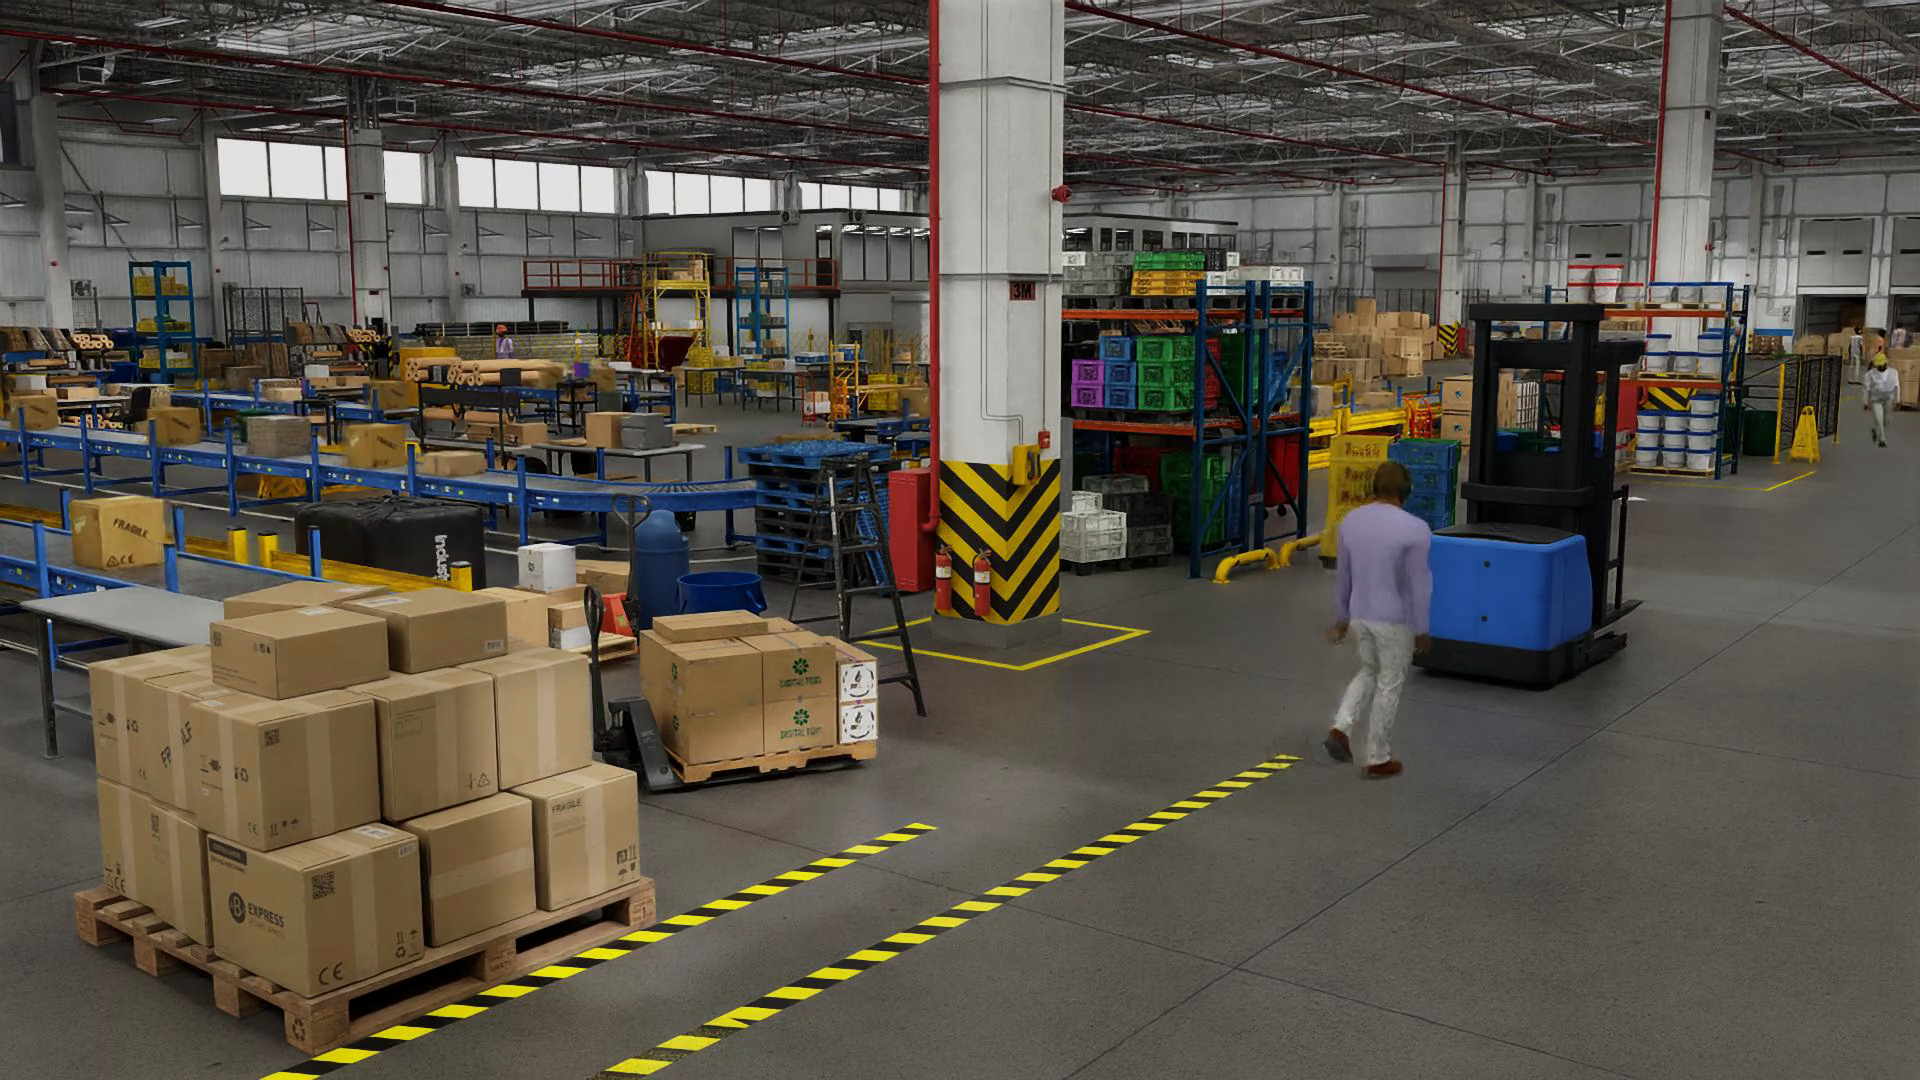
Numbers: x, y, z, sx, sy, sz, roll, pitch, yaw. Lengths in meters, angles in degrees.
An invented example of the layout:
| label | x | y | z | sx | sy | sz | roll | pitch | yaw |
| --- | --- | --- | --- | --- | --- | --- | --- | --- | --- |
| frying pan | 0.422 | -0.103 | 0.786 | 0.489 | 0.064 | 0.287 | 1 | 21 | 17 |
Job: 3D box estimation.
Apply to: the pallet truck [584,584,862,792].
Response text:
| label | x | y | z | sx | sy | sz | roll | pitch | yaw |
| --- | --- | --- | --- | --- | --- | --- | --- | --- | --- |
| pallet truck | -1.426 | 0.805 | 10.019 | 1.601 | 1.201 | 0.680 | -4 | 9 | -26 |

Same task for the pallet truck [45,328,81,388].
| label | x | y | z | sx | sy | sz | roll | pitch | yaw |
| --- | --- | --- | --- | --- | --- | --- | --- | --- | --- |
| pallet truck | -23.775 | -4.544 | 43.495 | 1.885 | 1.965 | 0.823 | 6 | 10 | 35 |

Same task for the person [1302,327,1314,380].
| label | x | y | z | sx | sy | sz | roll | pitch | yaw |
| --- | --- | --- | --- | --- | --- | --- | --- | --- | --- |
| person | 10.598 | -5.615 | 50.719 | 0.381 | 1.994 | 0.620 | 1 | 9 | 7 |

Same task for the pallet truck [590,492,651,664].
| label | x | y | z | sx | sy | sz | roll | pitch | yaw |
| --- | --- | --- | --- | --- | --- | --- | --- | --- | --- |
| pallet truck | -3.115 | 0.344 | 12.883 | 0.653 | 1.274 | 1.630 | 7 | 11 | 37 |

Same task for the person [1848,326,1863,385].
| label | x | y | z | sx | sy | sz | roll | pitch | yaw |
| --- | --- | --- | --- | --- | --- | --- | --- | --- | --- |
| person | 28.387 | -5.841 | 52.663 | 0.329 | 1.872 | 0.510 | -3 | 9 | -20 |

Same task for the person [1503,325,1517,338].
| label | x | y | z | sx | sy | sz | roll | pitch | yaw |
| --- | --- | --- | --- | --- | --- | --- | --- | --- | --- |
| person | 16.223 | -5.446 | 49.431 | 0.906 | 2.000 | 0.717 | 2 | 9 | 14 |

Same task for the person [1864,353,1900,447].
| label | x | y | z | sx | sy | sz | roll | pitch | yaw |
| --- | --- | --- | --- | --- | --- | --- | --- | --- | --- |
| person | 17.411 | -2.652 | 31.443 | 0.630 | 1.787 | 0.646 | 1 | 9 | 10 |

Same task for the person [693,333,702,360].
| label | x | y | z | sx | sy | sz | roll | pitch | yaw |
| --- | --- | --- | --- | --- | --- | --- | --- | --- | --- |
| person | -10.235 | -7.665 | 64.943 | 0.354 | 1.879 | 0.566 | 2 | 9 | 13 |

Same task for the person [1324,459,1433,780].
| label | x | y | z | sx | sy | sz | roll | pitch | yaw |
| --- | --- | --- | --- | --- | --- | --- | --- | --- | --- |
| person | 2.515 | 0.481 | 9.895 | 0.463 | 1.924 | 0.624 | -6 | 10 | -34 |

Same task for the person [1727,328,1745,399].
| label | x | y | z | sx | sy | sz | roll | pitch | yaw |
| --- | --- | --- | --- | --- | --- | --- | --- | --- | --- |
| person | 21.289 | -4.817 | 45.532 | 0.543 | 1.939 | 0.360 | -4 | 9 | -26 |

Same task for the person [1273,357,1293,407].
| label | x | y | z | sx | sy | sz | roll | pitch | yaw |
| --- | --- | --- | --- | --- | --- | --- | --- | --- | --- |
| person | 6.285 | -2.728 | 32.368 | 0.544 | 1.658 | 0.825 | 7 | 11 | 40 |

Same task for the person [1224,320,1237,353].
| label | x | y | z | sx | sy | sz | roll | pitch | yaw |
| --- | --- | --- | --- | --- | --- | --- | --- | --- | --- |
| person | 10.488 | -7.610 | 64.570 | 0.543 | 1.887 | 1.018 | 2 | 9 | 11 |

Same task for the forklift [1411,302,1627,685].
| label | x | y | z | sx | sy | sz | roll | pitch | yaw |
| --- | --- | --- | --- | --- | --- | --- | --- | --- | --- |
| forklift | 4.379 | -0.438 | 12.852 | 1.129 | 2.768 | 1.873 | 7 | 11 | 37 |

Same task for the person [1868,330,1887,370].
| label | x | y | z | sx | sy | sz | roll | pitch | yaw |
| --- | --- | --- | --- | --- | --- | --- | --- | --- | --- |
| person | 31.634 | -6.403 | 57.193 | 0.853 | 1.634 | 0.526 | 0 | 8 | 2 |

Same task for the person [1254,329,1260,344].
| label | x | y | z | sx | sy | sz | roll | pitch | yaw |
| --- | --- | --- | --- | --- | --- | --- | --- | --- | --- |
| person | 14.252 | -9.887 | 80.095 | 0.659 | 1.823 | 0.638 | 7 | 11 | 41 |

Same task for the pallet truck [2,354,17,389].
| label | x | y | z | sx | sy | sz | roll | pitch | yaw |
| --- | --- | --- | --- | --- | --- | --- | --- | --- | --- |
| pallet truck | -24.881 | -4.417 | 42.634 | 1.885 | 1.965 | 0.823 | 8 | 11 | 41 |

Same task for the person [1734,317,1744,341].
| label | x | y | z | sx | sy | sz | roll | pitch | yaw |
| --- | --- | --- | --- | --- | --- | --- | --- | --- | --- |
| person | 31.852 | -8.149 | 67.957 | 0.605 | 1.948 | 0.403 | -7 | 11 | -41 |

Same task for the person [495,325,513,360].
| label | x | y | z | sx | sy | sz | roll | pitch | yaw |
| --- | --- | --- | --- | --- | --- | --- | --- | --- | --- |
| person | -12.476 | -4.851 | 45.412 | 0.614 | 2.041 | 0.393 | 6 | 10 | 35 |

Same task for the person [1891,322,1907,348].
| label | x | y | z | sx | sy | sz | roll | pitch | yaw |
| --- | --- | --- | --- | --- | --- | --- | --- | --- | --- |
| person | 35.340 | -7.308 | 62.697 | 0.647 | 1.824 | 0.444 | -3 | 9 | -20 |
